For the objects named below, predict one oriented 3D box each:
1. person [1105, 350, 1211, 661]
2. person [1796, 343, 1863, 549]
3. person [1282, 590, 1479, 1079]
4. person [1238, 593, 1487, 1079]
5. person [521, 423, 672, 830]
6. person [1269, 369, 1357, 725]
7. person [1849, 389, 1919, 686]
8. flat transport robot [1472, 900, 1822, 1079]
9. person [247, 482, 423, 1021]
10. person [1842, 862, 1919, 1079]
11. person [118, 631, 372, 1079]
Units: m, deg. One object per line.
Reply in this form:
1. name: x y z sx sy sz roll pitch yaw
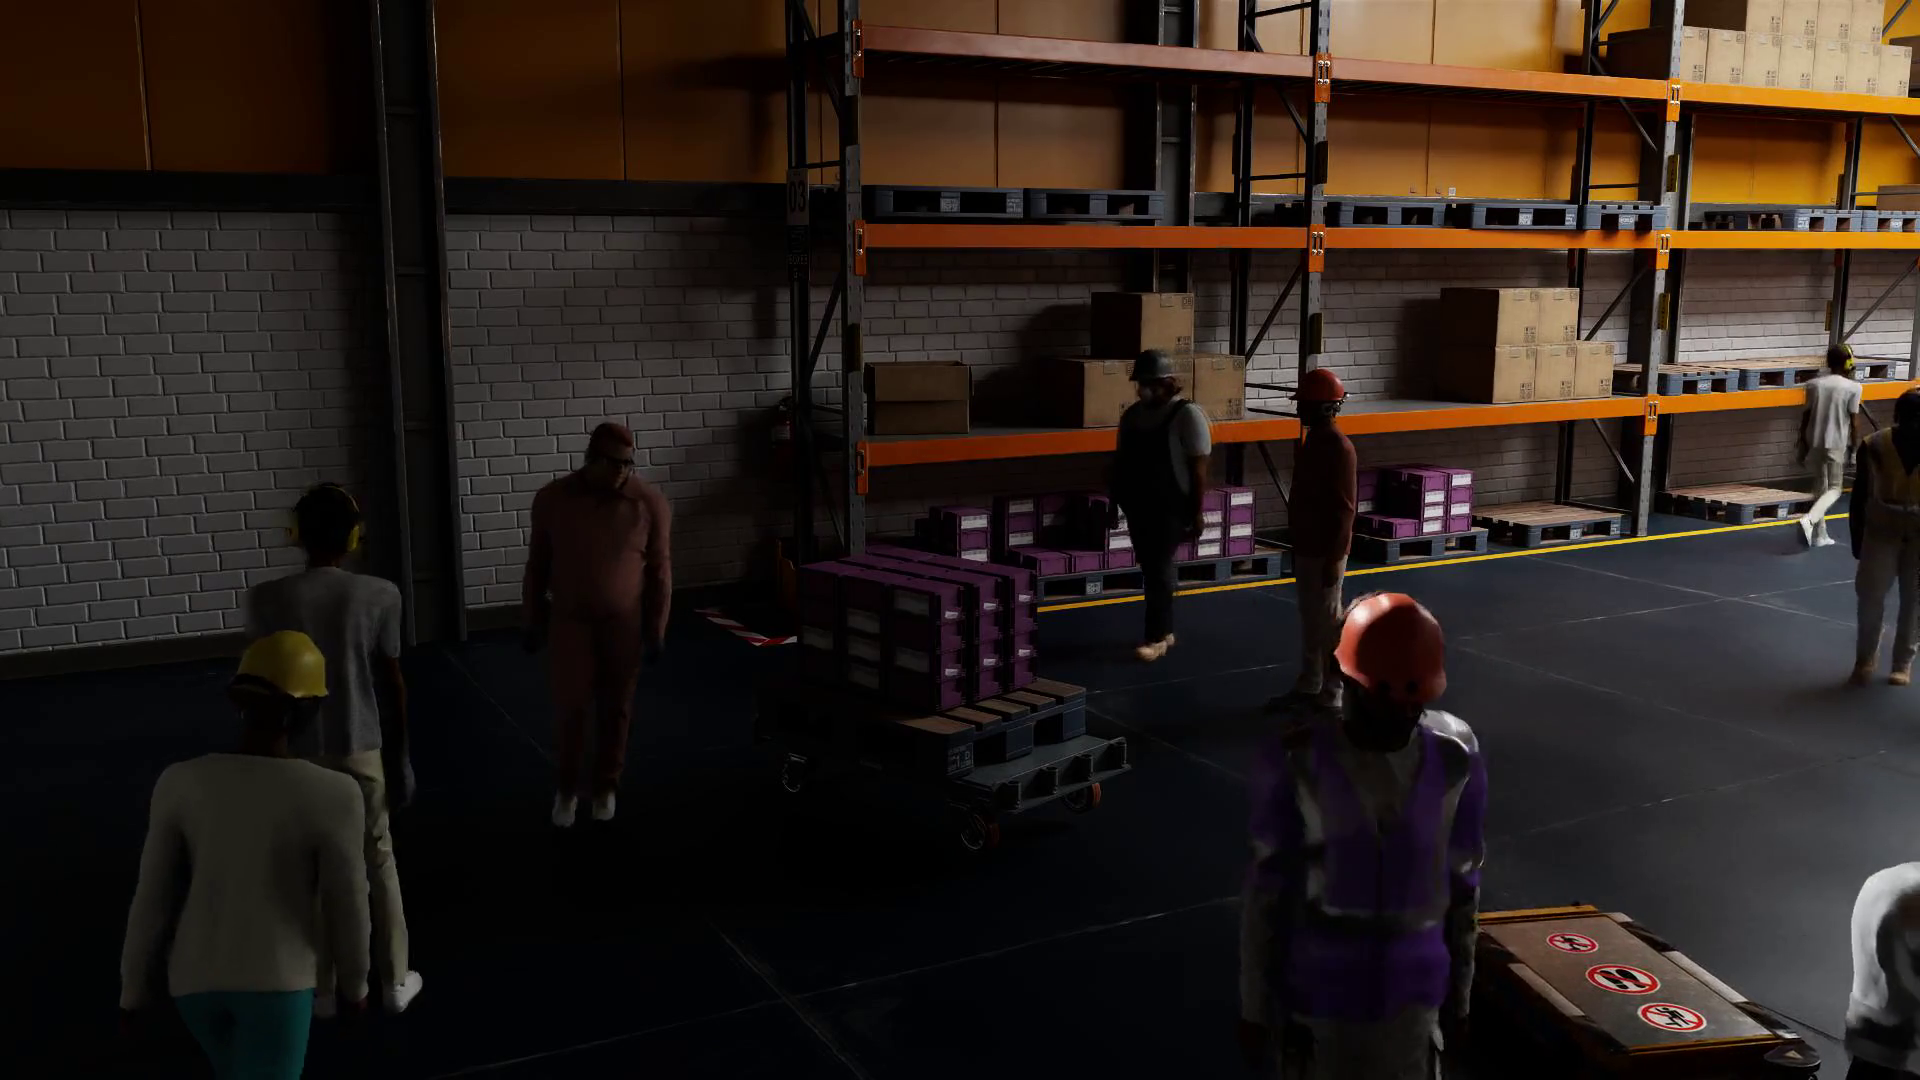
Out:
1. person: 1.217 -0.242 10.838 0.759 2.000 0.704 -8 13 -39
2. person: 7.646 -0.817 14.730 0.727 1.850 0.525 -7 12 -35
3. person: 1.023 1.043 3.991 0.582 1.871 0.618 -8 12 -37
4. person: 0.935 1.018 3.981 0.568 1.910 0.826 0 10 1
5. person: -1.661 0.403 7.603 0.708 1.871 0.575 -2 10 -11
6. person: 2.009 0.037 9.359 0.379 1.996 0.611 -2 10 -9
7. person: 5.720 0.002 10.072 0.629 1.826 0.566 6 12 31
8. flat transport robot: 2.187 1.544 5.643 0.652 0.197 1.431 -2 10 -10
9. person: -2.163 0.742 5.723 0.591 1.855 0.351 -4 11 -20
10. person: 1.939 1.170 3.067 0.615 1.913 0.933 4 11 23
11. person: -1.762 1.092 4.153 0.553 1.687 0.941 1 10 4
